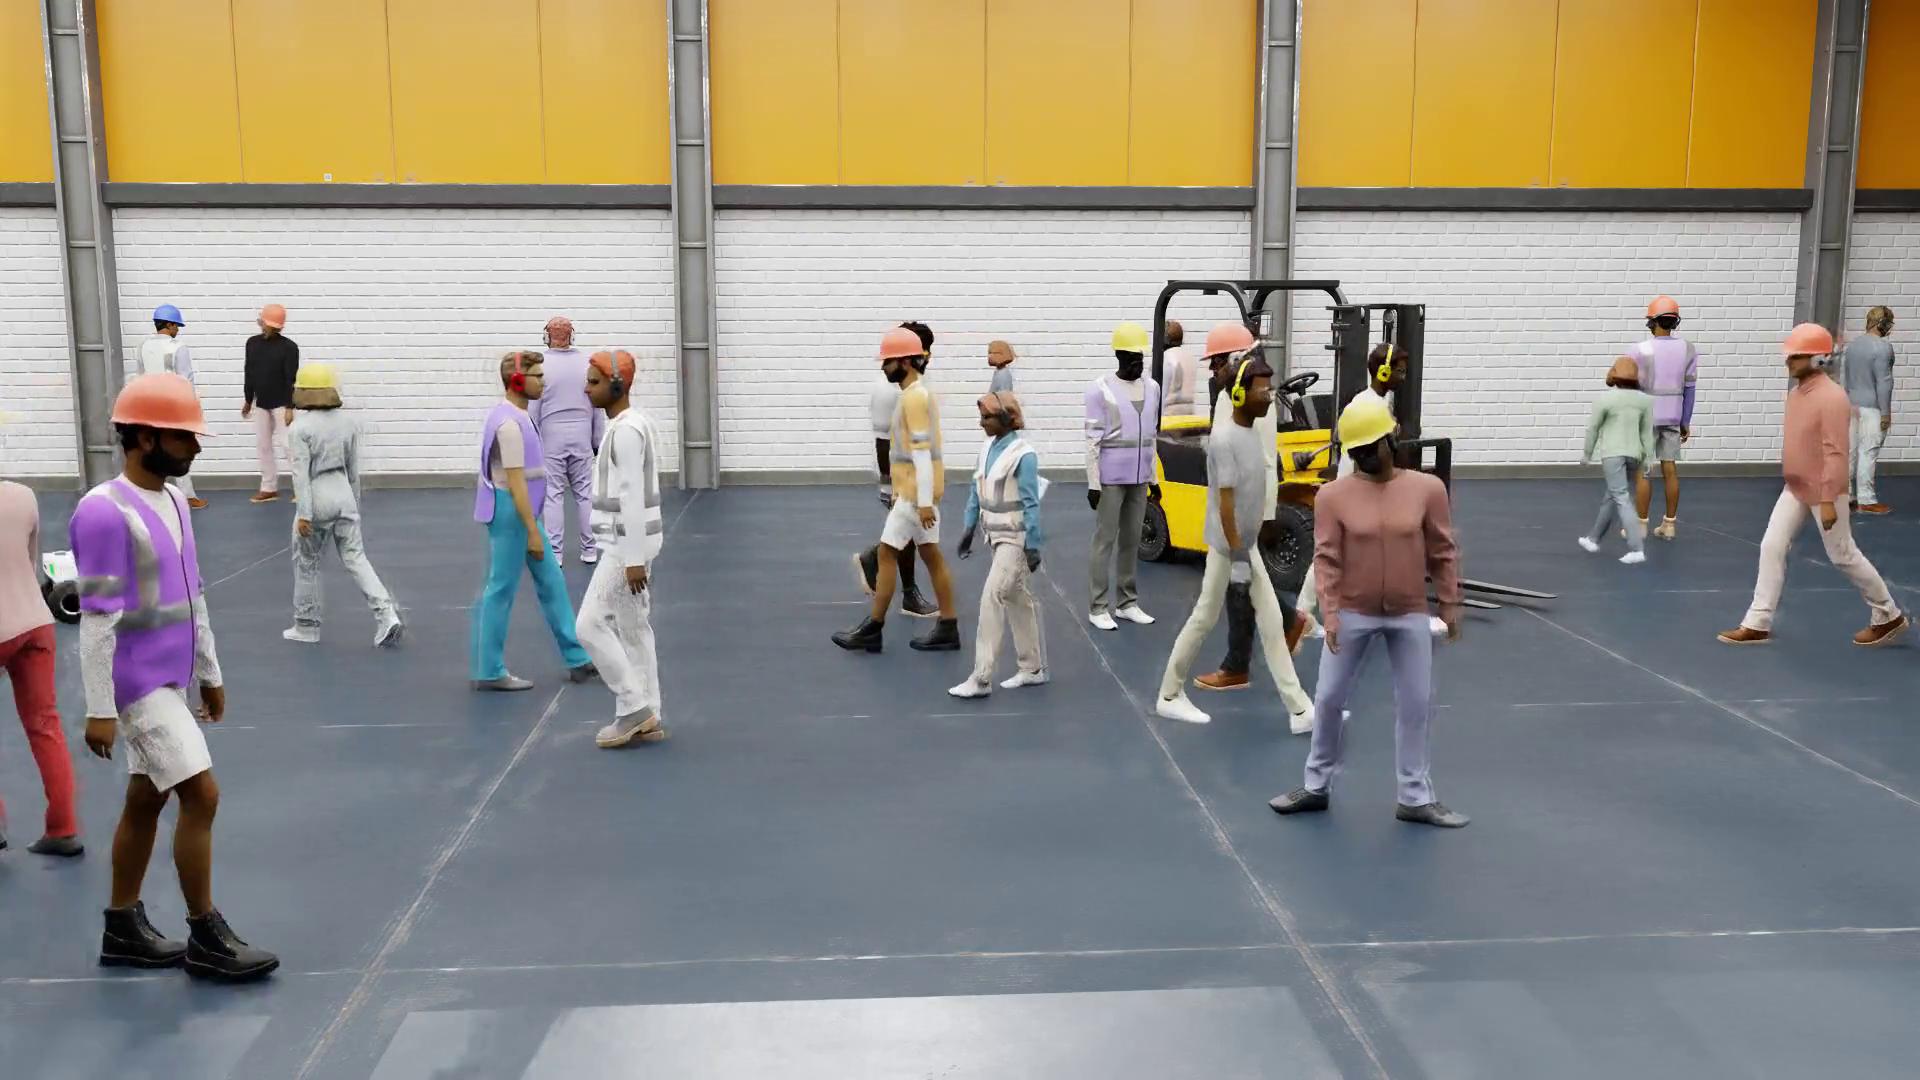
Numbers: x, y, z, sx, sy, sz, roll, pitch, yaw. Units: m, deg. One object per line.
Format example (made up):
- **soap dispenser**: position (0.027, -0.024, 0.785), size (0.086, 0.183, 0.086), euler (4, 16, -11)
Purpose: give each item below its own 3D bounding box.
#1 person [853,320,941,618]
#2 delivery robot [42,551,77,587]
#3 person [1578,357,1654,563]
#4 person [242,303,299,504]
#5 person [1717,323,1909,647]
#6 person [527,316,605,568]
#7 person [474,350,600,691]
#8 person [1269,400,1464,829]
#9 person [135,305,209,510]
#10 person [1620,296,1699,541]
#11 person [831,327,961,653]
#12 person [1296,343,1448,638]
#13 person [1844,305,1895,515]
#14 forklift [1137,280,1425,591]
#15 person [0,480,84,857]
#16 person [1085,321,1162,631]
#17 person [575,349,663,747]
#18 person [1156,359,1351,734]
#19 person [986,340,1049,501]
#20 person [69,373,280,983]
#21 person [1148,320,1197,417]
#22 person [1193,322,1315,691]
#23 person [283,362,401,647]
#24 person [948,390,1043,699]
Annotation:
- **person**: position (-0.412, -0.457, 10.768), size (0.694, 1.931, 0.667), euler (5, 10, 28)
- **delivery robot**: position (-5.564, 0.171, 10.842), size (0.707, 0.478, 0.477), euler (-6, 11, -34)
- **person**: position (5.131, -0.630, 12.947), size (0.495, 1.585, 0.870), euler (-2, 9, -15)
- **person**: position (-6.662, -1.314, 16.121), size (0.666, 1.952, 0.397), euler (4, 10, 23)
- **person**: position (5.142, -0.309, 9.839), size (1.046, 1.947, 0.626), euler (0, 9, 0)
- **person**: position (-3.020, -0.741, 12.628), size (0.653, 1.906, 0.405), euler (-6, 11, -35)
- **person**: position (-2.199, -0.091, 8.817), size (0.854, 1.812, 0.596), euler (-1, 9, -7)
- **person**: position (1.652, 0.307, 6.603), size (0.783, 1.730, 0.360), euler (1, 9, 6)
- **person**: position (-7.443, -1.241, 15.677), size (0.602, 1.936, 0.409), euler (3, 10, 19)
- **person**: position (5.798, -1.006, 13.867), size (0.615, 2.042, 0.374), euler (-1, 9, -8)
- **person**: position (-0.392, -0.282, 9.738), size (0.874, 1.902, 0.581), euler (0, 9, 2)
- **person**: position (2.477, -0.277, 10.037), size (1.002, 1.804, 0.549), euler (0, 9, 2)
- **person**: position (8.463, -1.209, 15.483), size (0.372, 1.937, 0.627), euler (0, 9, -2)
- **forklift**: position (2.301, -0.860, 12.475), size (1.214, 2.155, 2.313), euler (-6, 11, -35)
- **person**: position (-3.630, 0.360, 6.225), size (0.613, 1.750, 0.521), euler (3, 9, 17)
- **person**: position (1.042, -0.402, 10.440), size (0.591, 1.925, 0.385), euler (-7, 11, -36)
- **person**: position (-1.617, 0.048, 7.788), size (0.470, 1.868, 0.621), euler (-2, 9, -10)
- **person**: position (1.378, 0.041, 8.013), size (0.998, 1.807, 0.551), euler (6, 11, 32)
- **person**: position (0.480, -1.083, 15.720), size (0.657, 1.613, 0.509), euler (0, 9, -3)
- **person**: position (-2.429, 0.438, 5.219), size (0.772, 1.906, 0.561), euler (0, 9, -1)
- **person**: position (1.773, -0.978, 14.354), size (0.482, 1.832, 0.668), euler (6, 11, 32)
- **person**: position (1.593, -0.182, 8.931), size (0.655, 1.970, 0.662), euler (-2, 9, -11)
- **person**: position (-3.730, -0.209, 9.898), size (0.841, 1.706, 0.491), euler (6, 11, 31)
- **person**: position (0.156, 0.026, 8.747), size (0.741, 1.606, 0.513), euler (-4, 10, -23)
